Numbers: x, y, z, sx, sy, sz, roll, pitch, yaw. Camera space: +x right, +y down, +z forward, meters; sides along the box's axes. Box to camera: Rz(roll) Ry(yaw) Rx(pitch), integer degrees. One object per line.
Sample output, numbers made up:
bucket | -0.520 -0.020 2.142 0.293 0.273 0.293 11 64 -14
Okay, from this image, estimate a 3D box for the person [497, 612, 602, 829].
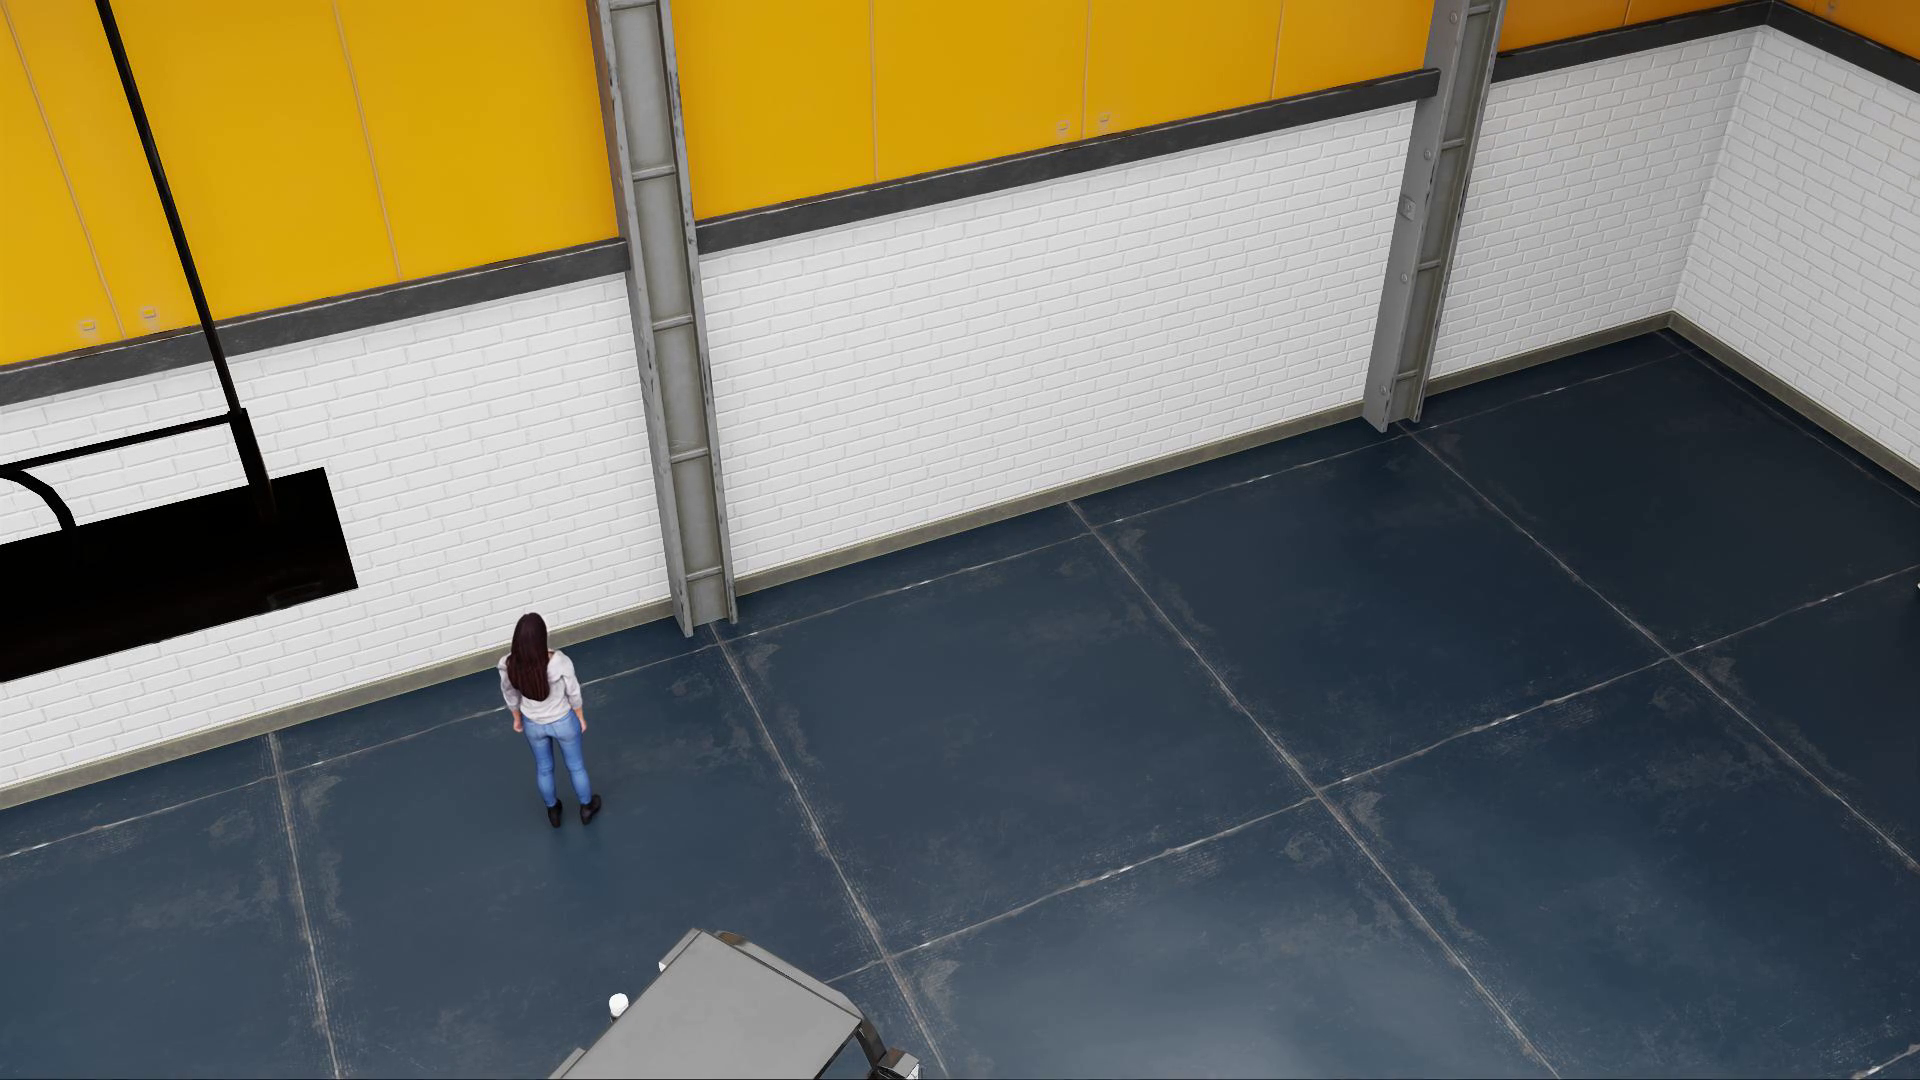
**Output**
person | -2.460 1.097 9.980 0.587 1.633 0.730 -1 39 -1
